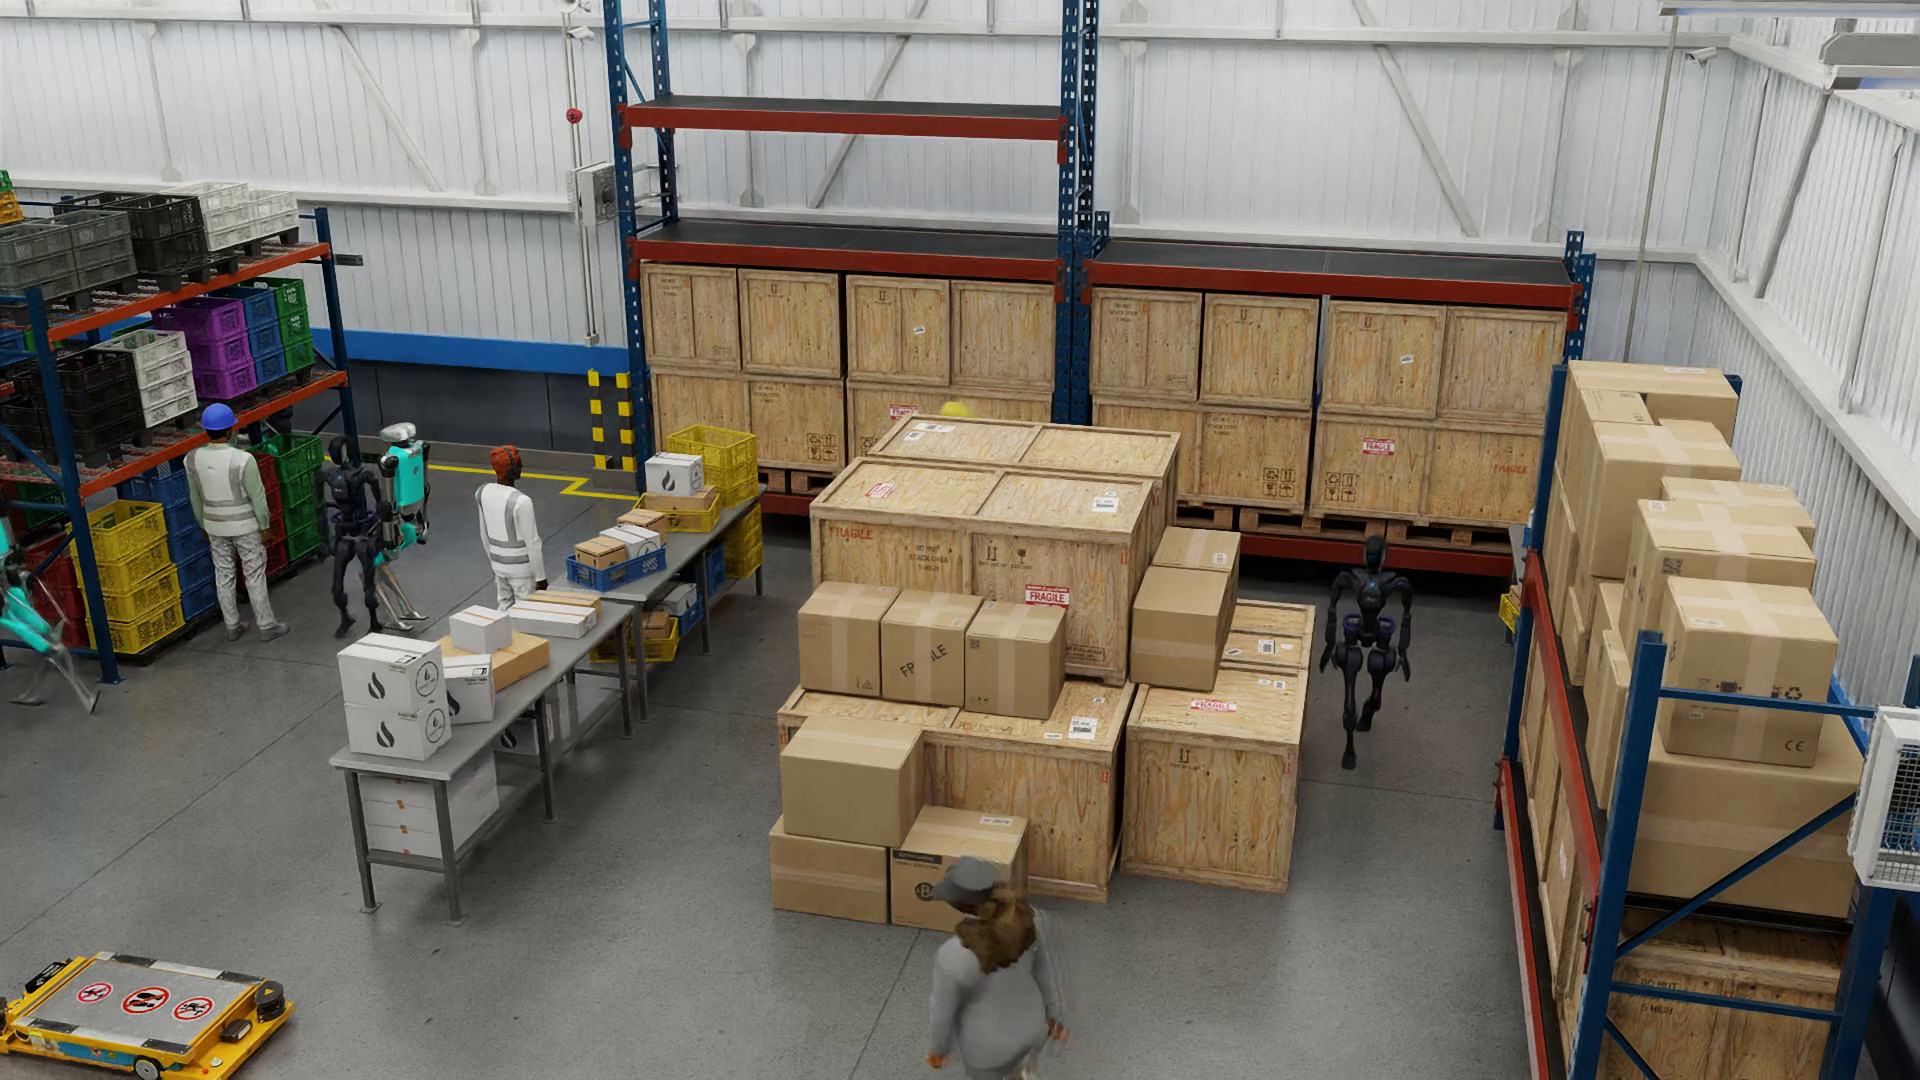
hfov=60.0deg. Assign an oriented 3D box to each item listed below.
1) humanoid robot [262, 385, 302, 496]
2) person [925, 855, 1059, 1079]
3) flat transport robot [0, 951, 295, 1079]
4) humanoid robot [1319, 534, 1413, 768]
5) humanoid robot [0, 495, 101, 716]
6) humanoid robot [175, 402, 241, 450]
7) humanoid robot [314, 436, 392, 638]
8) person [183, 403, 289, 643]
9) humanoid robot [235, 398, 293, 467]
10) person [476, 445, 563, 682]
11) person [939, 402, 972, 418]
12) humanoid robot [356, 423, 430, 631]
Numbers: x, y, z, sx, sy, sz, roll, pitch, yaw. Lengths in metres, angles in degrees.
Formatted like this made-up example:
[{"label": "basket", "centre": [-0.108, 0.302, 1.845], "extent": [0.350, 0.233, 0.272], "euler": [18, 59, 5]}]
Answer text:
[{"label": "humanoid robot", "centre": [-6.627, -1.176, 16.126], "extent": [0.315, 1.659, 0.599], "euler": [-8, 22, -20]}, {"label": "person", "centre": [0.140, 2.167, 7.315], "extent": [0.588, 1.722, 0.514], "euler": [-19, 28, -40]}, {"label": "flat transport robot", "centre": [-4.270, 2.464, 8.601], "extent": [1.431, 0.231, 0.659], "euler": [5, 22, 13]}, {"label": "humanoid robot", "centre": [2.769, 0.692, 11.326], "extent": [0.608, 1.639, 0.729], "euler": [5, 21, 13]}, {"label": "humanoid robot", "centre": [-6.572, 0.442, 11.875], "extent": [0.916, 1.794, 0.546], "euler": [3, 21, 8]}, {"label": "humanoid robot", "centre": [-7.107, -1.088, 15.786], "extent": [0.530, 1.756, 0.704], "euler": [7, 22, 18]}, {"label": "humanoid robot", "centre": [-4.768, -0.015, 13.104], "extent": [0.588, 1.656, 0.343], "euler": [1, 21, 2]}, {"label": "person", "centre": [-5.674, -0.119, 13.006], "extent": [0.600, 1.948, 0.383], "euler": [2, 21, 6]}, {"label": "humanoid robot", "centre": [-6.663, -1.099, 15.955], "extent": [0.657, 1.867, 0.550], "euler": [-5, 22, -13]}, {"label": "person", "centre": [-3.261, 0.207, 12.244], "extent": [0.573, 1.882, 0.356], "euler": [14, 25, 32]}, {"label": "person", "centre": [-0.146, -0.262, 13.588], "extent": [0.847, 1.799, 0.608], "euler": [3, 21, 8]}, {"label": "humanoid robot", "centre": [-4.536, -0.122, 13.165], "extent": [0.737, 1.693, 0.530], "euler": [7, 22, 18]}]
